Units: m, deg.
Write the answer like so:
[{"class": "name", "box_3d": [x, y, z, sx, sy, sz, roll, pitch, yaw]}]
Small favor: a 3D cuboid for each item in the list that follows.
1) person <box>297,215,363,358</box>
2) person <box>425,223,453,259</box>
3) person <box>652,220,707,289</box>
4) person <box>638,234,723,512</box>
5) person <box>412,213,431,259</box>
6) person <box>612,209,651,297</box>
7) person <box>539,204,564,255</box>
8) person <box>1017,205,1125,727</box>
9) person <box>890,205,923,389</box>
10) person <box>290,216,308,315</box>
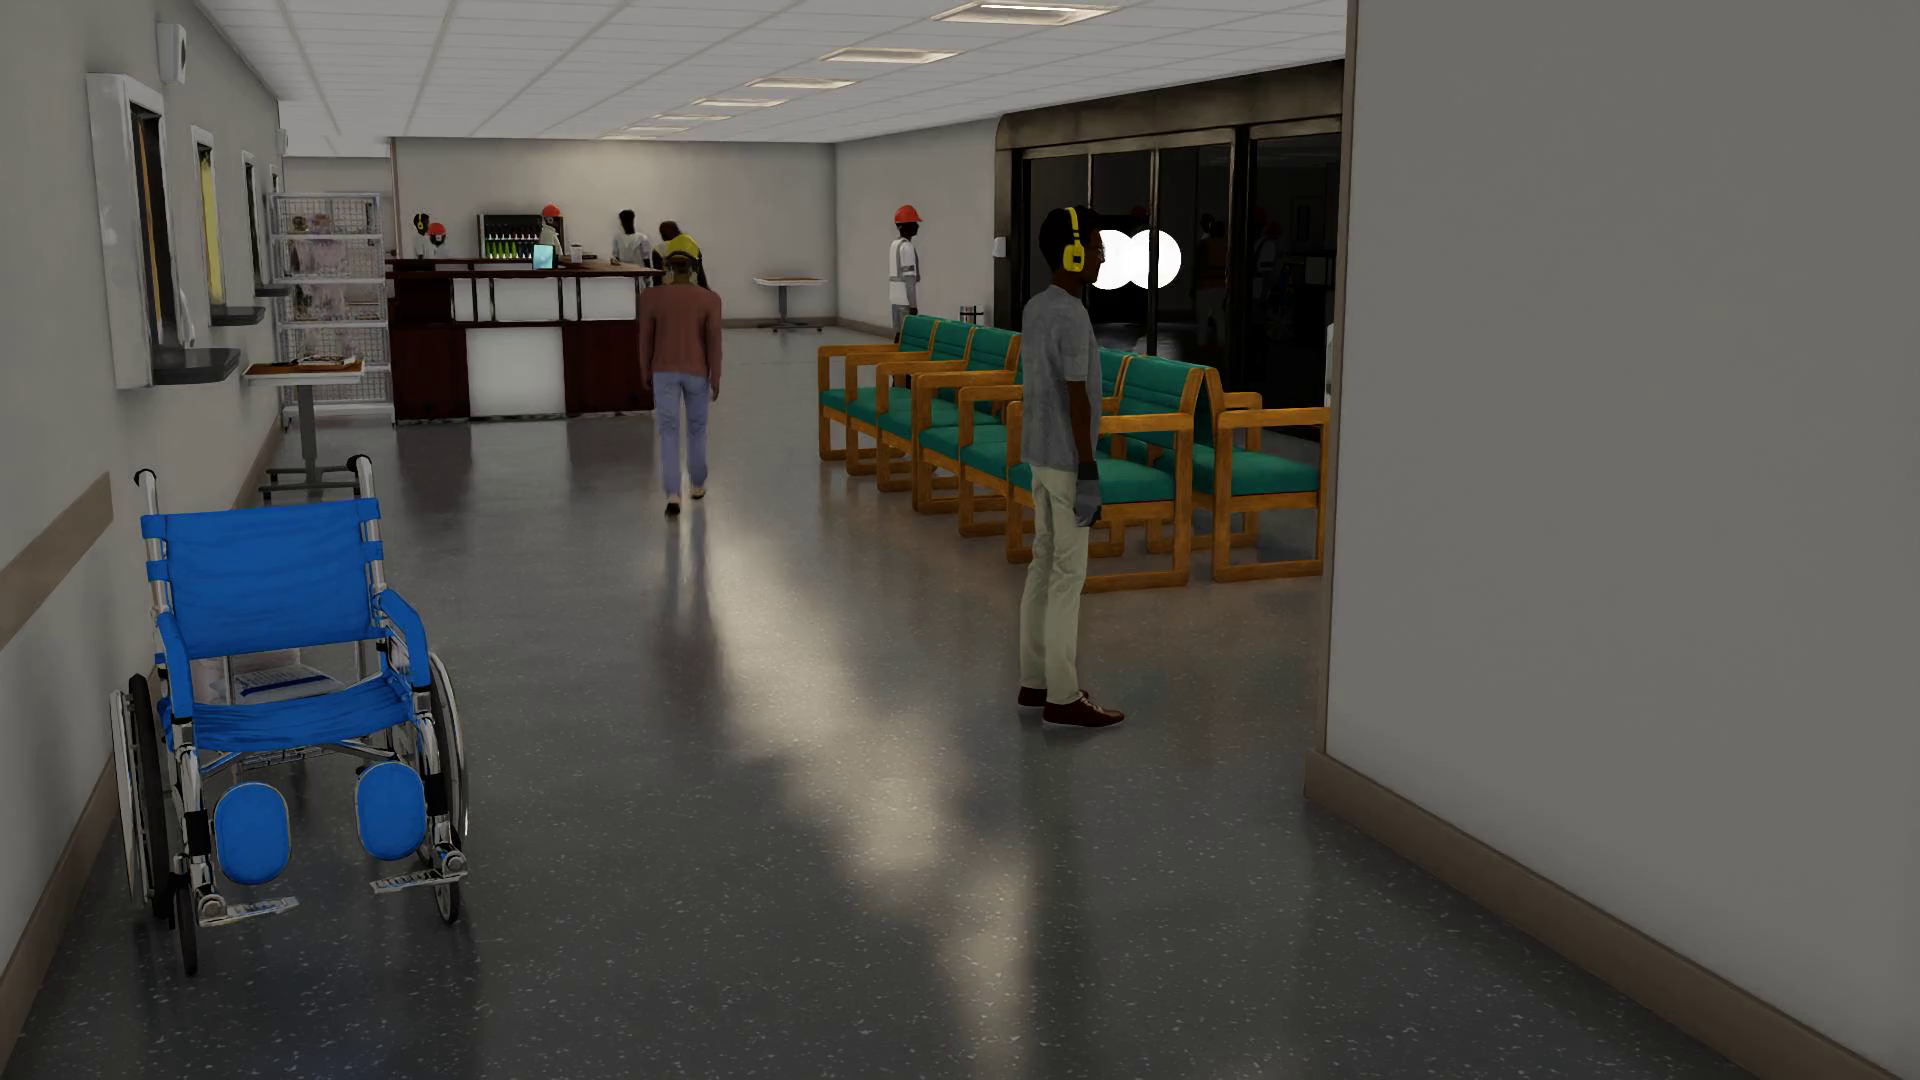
[{"class": "person", "box_3d": [-7.912, -3.120, 20.749, 1.014, 1.851, 0.673, 9, 14, 38]}, {"class": "person", "box_3d": [-7.046, -3.426, 22.586, 0.373, 1.736, 0.592, -2, 11, -11]}, {"class": "person", "box_3d": [-3.399, -2.996, 20.302, 0.667, 1.795, 0.908, -8, 13, -34]}, {"class": "person", "box_3d": [-1.752, -1.055, 10.473, 0.523, 1.726, 0.898, -2, 11, -11]}, {"class": "person", "box_3d": [-7.928, -3.886, 24.635, 0.326, 1.866, 0.520, -4, 12, -19]}, {"class": "person", "box_3d": [-4.940, -4.038, 25.231, 0.603, 1.945, 0.810, 4, 12, 20]}, {"class": "person", "box_3d": [-5.934, -3.875, 24.247, 0.381, 1.994, 0.614, -4, 12, -19]}, {"class": "person", "box_3d": [0.388, -0.258, 6.013, 0.326, 1.871, 0.520, -4, 12, -19]}, {"class": "person", "box_3d": [-0.547, -2.484, 17.248, 0.351, 1.942, 0.547, -4, 12, -19]}, {"class": "person", "box_3d": [-12.210, -5.104, 30.964, 0.444, 1.831, 0.547, -10, 15, -41]}]
